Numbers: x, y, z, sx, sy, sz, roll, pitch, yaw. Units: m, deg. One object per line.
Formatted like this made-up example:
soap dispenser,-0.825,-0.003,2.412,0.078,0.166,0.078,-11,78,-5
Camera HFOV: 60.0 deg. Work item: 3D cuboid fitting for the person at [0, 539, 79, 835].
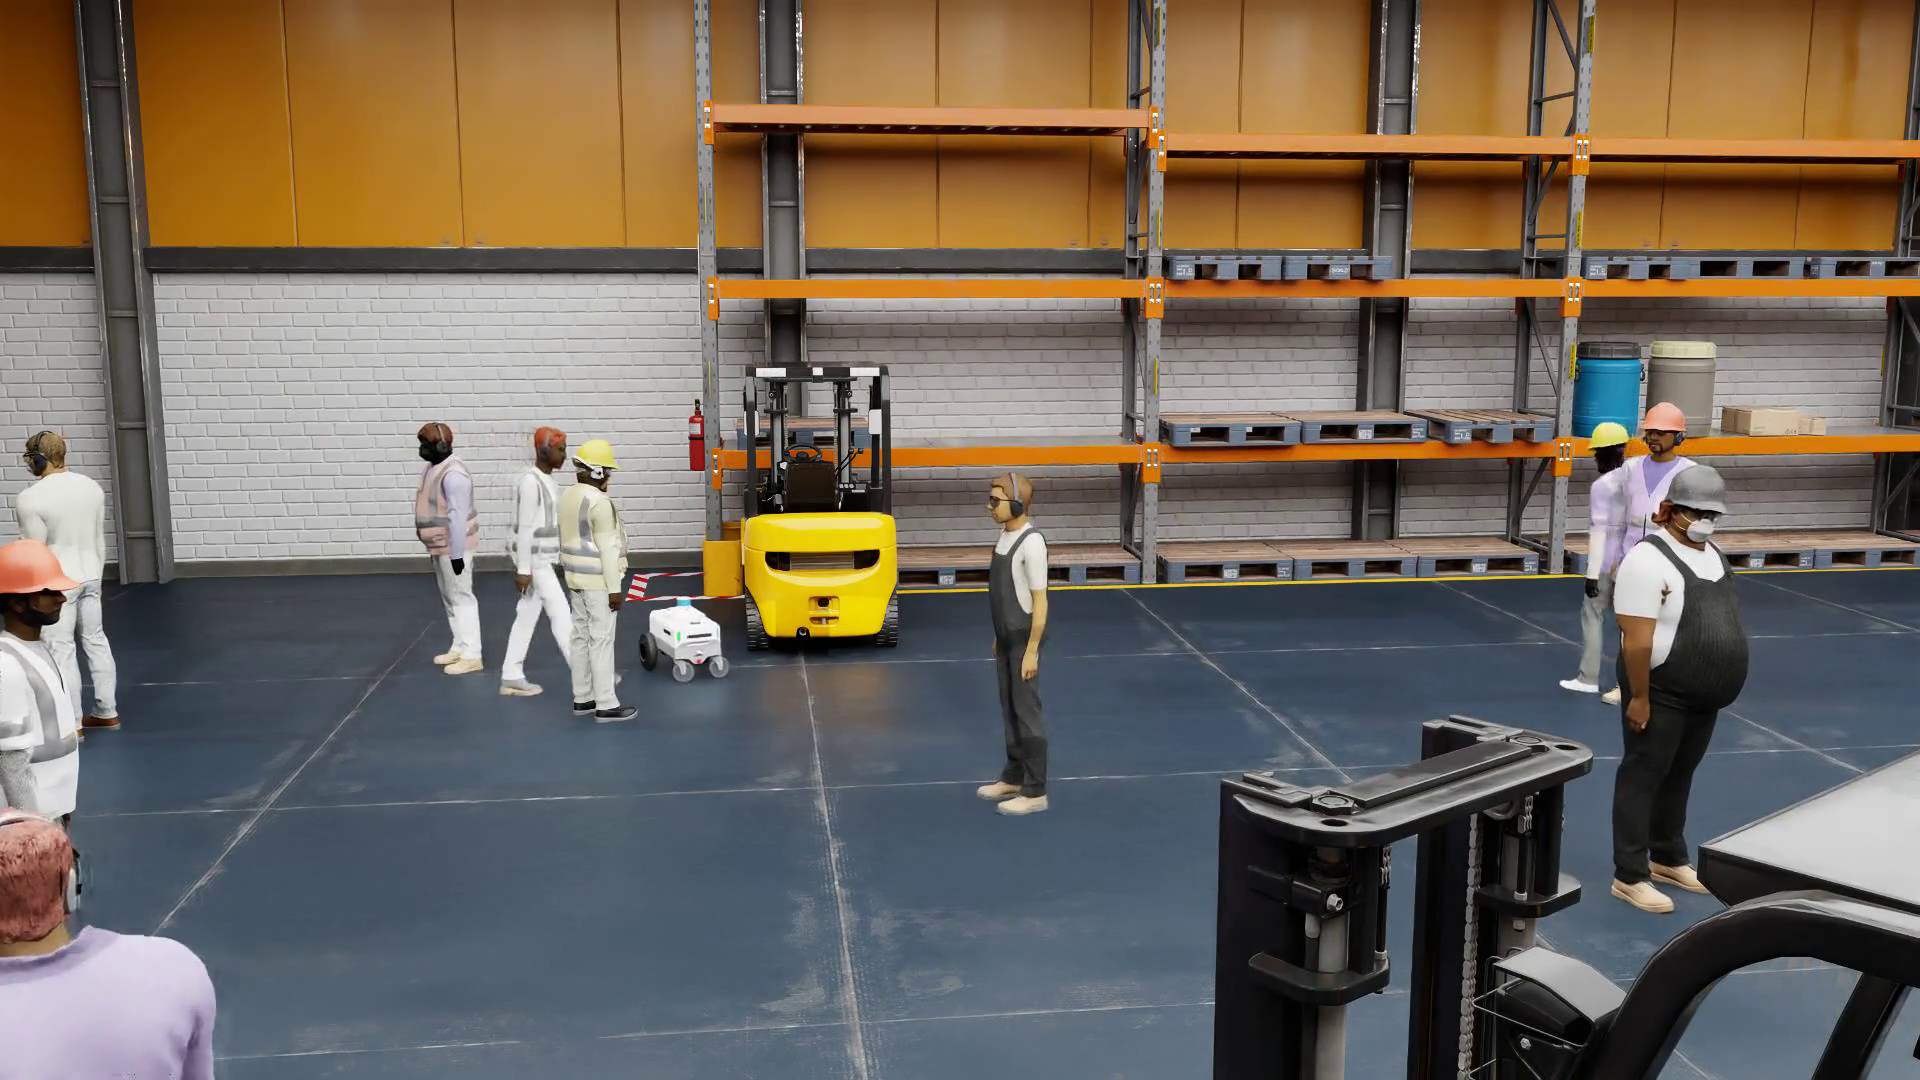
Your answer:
person,-3.352,0.957,6.063,0.364,1.939,0.542,-4,10,-21

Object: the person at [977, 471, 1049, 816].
person,0.303,0.547,8.914,0.326,1.843,0.515,-3,10,-19

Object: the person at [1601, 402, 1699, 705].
person,4.580,0.116,10.978,0.365,2.048,0.608,-8,12,-39

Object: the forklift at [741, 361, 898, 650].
forklift,-1.154,-0.340,13.365,1.214,2.155,2.313,-1,9,-7

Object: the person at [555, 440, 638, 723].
person,-2.354,0.262,10.763,0.403,1.823,0.588,-8,12,-42

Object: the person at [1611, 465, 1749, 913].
person,3.312,0.659,7.609,0.682,2.000,0.536,-7,11,-36

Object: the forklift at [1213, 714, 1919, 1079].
forklift,1.441,1.425,2.350,1.214,2.155,2.313,-7,12,-39

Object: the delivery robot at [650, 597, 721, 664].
delivery robot,-1.983,0.653,11.977,0.477,0.478,0.707,-4,10,-26

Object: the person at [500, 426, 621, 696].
person,-2.741,0.156,11.345,0.940,1.844,0.596,-1,9,-3

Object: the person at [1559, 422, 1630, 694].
person,4.520,0.156,11.243,0.639,1.890,0.789,-7,11,-36

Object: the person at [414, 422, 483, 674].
person,-3.721,0.057,12.074,0.432,1.831,0.637,-5,10,-30

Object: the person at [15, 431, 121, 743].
person,-5.530,0.289,10.283,0.371,1.933,0.632,3,9,16

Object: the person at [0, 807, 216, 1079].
person,-1.813,1.437,3.345,1.035,1.851,0.647,8,12,42
